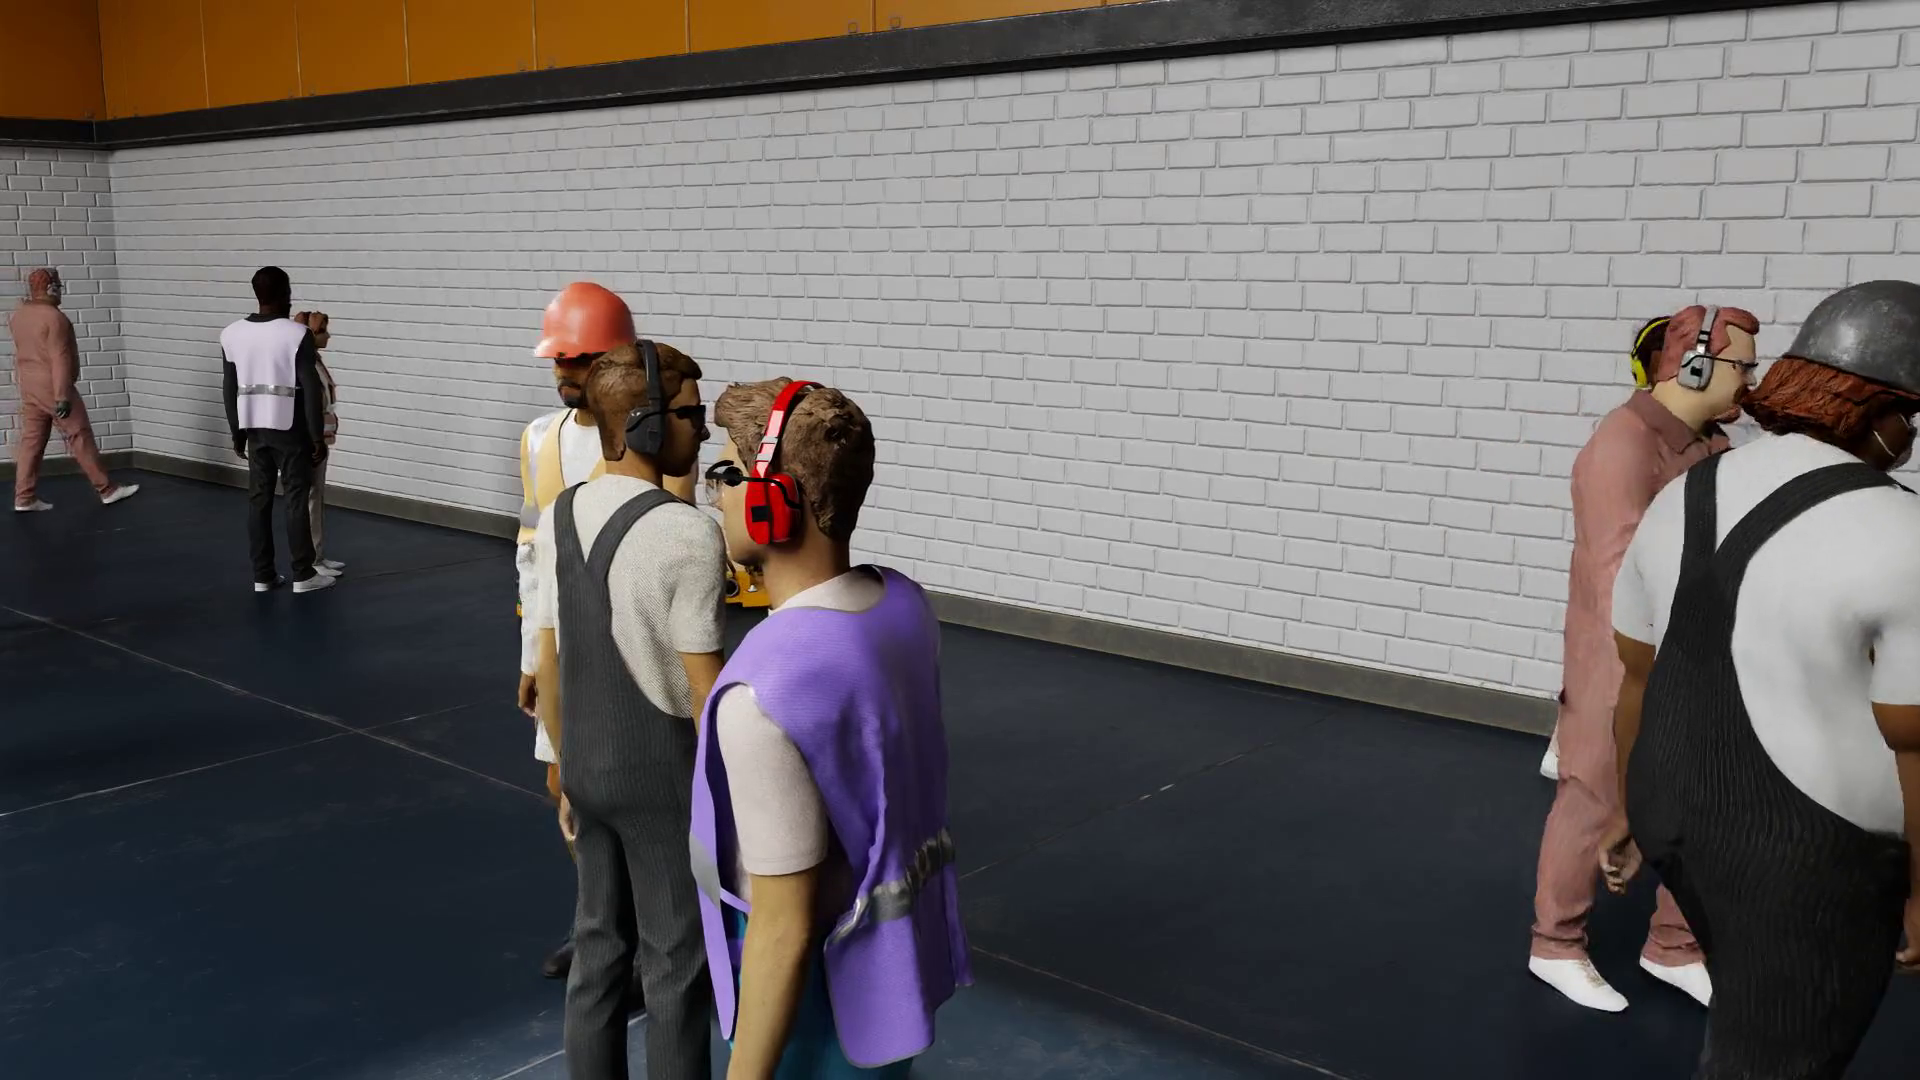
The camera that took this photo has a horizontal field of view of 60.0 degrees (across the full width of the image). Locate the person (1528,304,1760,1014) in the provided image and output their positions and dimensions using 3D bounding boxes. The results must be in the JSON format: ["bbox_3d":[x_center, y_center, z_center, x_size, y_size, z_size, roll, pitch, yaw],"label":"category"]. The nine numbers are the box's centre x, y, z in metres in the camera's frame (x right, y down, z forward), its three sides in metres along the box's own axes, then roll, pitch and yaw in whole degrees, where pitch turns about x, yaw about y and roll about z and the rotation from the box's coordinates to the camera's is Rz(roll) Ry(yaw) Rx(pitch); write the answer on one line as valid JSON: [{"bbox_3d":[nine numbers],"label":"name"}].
[{"bbox_3d":[1.831,0.342,4.306,0.662,1.878,0.679,-7,12,-34],"label":"person"}]

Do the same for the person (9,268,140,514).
[{"bbox_3d":[-6.942,-1.156,12.876,0.672,1.862,0.900,6,11,30],"label":"person"}]

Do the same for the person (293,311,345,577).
[{"bbox_3d":[-3.996,-0.592,10.290,0.314,1.640,0.516,-3,10,-15],"label":"person"}]

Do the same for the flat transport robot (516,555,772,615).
[{"bbox_3d":[-1.772,0.242,9.437,1.431,0.197,0.652,-2,10,-13],"label":"flat transport robot"}]

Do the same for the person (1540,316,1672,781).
[{"bbox_3d":[2.350,0.113,5.867,0.589,1.800,0.847,-6,12,-32],"label":"person"}]

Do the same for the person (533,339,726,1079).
[{"bbox_3d":[-0.639,0.518,3.398,0.507,1.842,0.351,7,12,36],"label":"person"}]

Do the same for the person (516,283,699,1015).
[{"bbox_3d":[-0.948,0.292,4.453,0.568,1.932,0.452,4,11,24],"label":"person"}]

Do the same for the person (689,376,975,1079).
[{"bbox_3d":[-0.191,0.693,2.392,0.381,1.844,0.563,3,10,17],"label":"person"}]

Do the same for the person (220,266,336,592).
[{"bbox_3d":[-4.024,-0.640,9.781,0.597,1.915,0.369,2,10,10],"label":"person"}]
